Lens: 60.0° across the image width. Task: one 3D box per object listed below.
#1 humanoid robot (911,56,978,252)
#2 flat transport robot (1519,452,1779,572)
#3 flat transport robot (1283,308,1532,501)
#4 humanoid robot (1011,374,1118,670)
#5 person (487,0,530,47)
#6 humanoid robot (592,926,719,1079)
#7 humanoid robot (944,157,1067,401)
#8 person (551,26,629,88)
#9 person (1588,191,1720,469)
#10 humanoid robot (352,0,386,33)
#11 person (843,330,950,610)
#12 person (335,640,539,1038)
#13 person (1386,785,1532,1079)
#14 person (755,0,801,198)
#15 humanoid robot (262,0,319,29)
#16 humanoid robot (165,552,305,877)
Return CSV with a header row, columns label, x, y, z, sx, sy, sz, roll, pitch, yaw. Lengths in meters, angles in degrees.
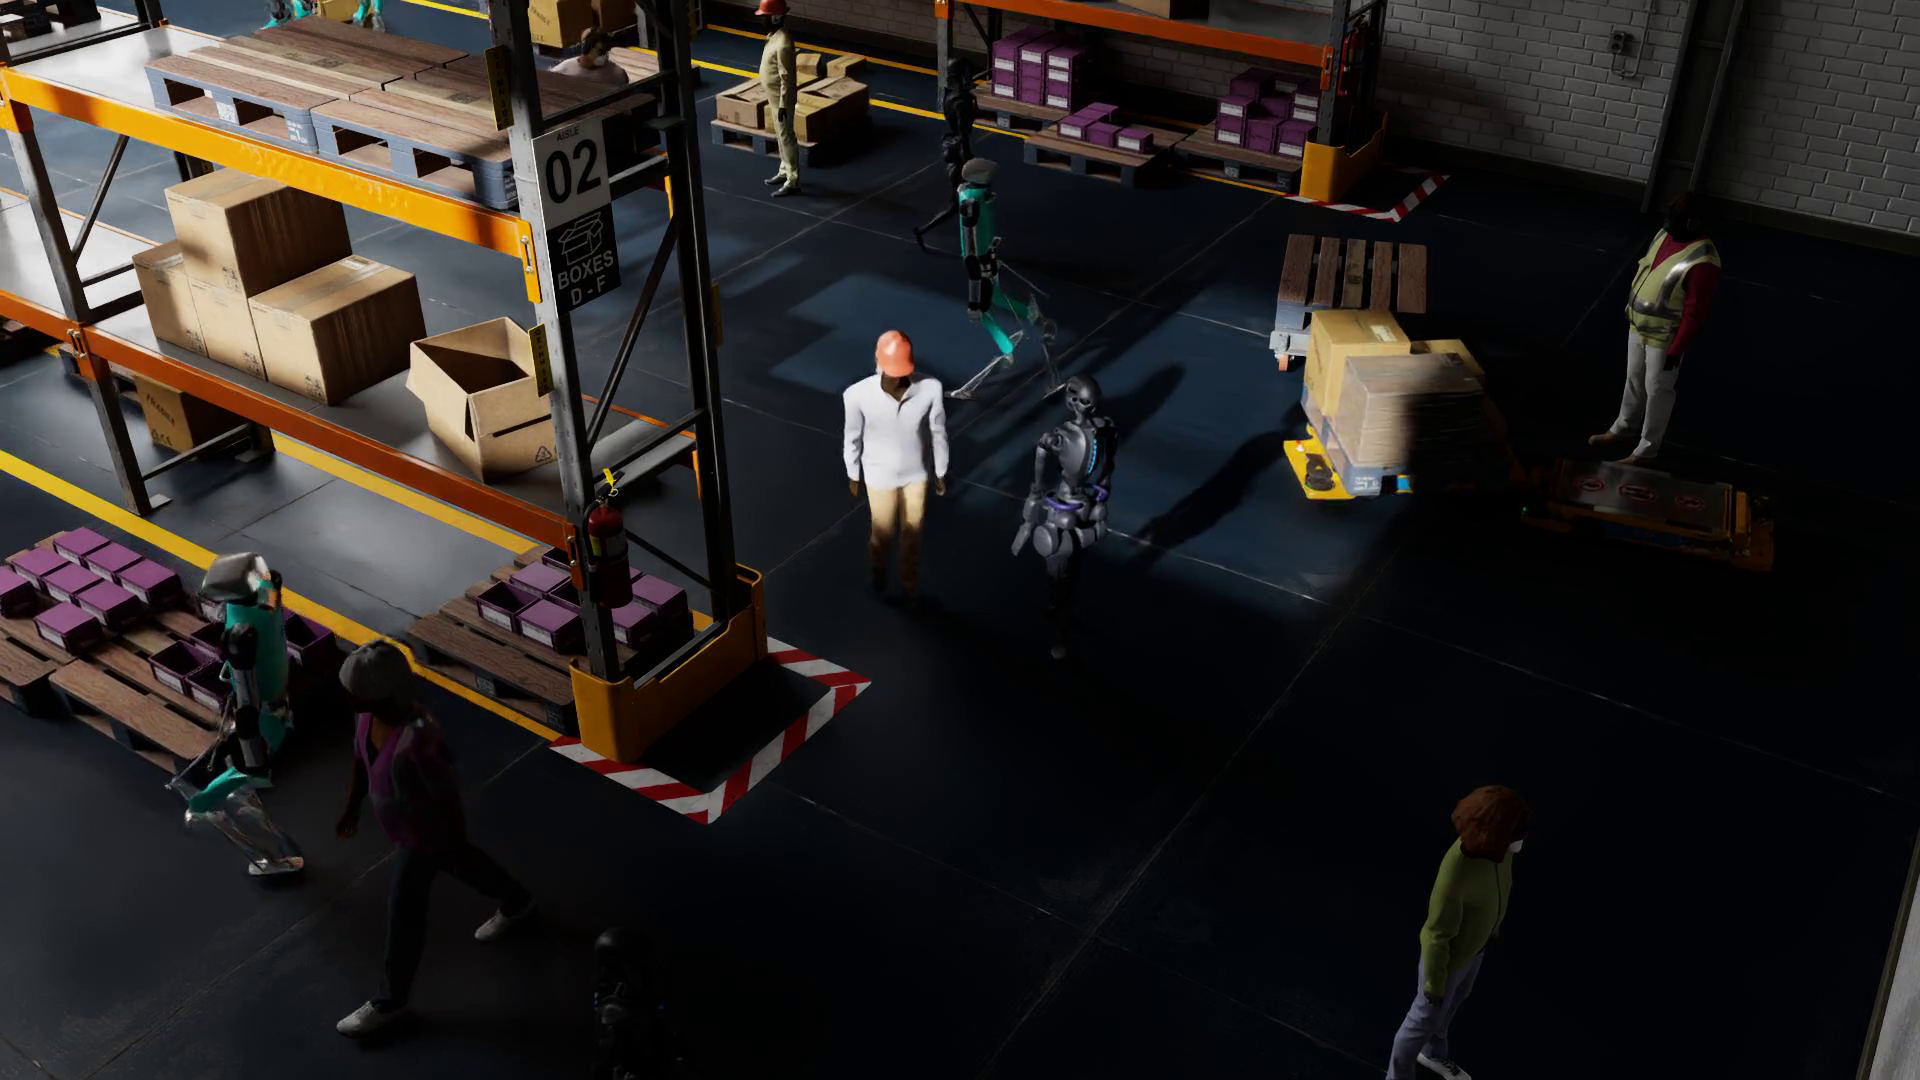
label,x,y,z,sx,sy,sz,roll,pitch,yaw
humanoid robot,-0.060,-3.043,13.280,0.671,1.632,0.588,-2,33,-3
flat transport robot,4.200,-0.182,10.153,1.431,0.231,0.659,13,35,19
flat transport robot,2.860,-0.520,10.672,1.431,0.231,0.659,-2,33,-4
humanoid robot,0.553,-0.128,8.806,0.596,1.639,0.614,-21,39,-29
person,-4.051,-4.386,15.071,0.493,1.955,0.417,26,41,34
humanoid robot,-1.079,1.930,5.667,0.782,1.633,0.600,8,34,12
humanoid robot,0.399,-1.664,11.123,1.011,1.774,0.528,6,33,9
person,-2.895,-3.114,13.162,0.669,1.904,0.487,-18,37,-25
person,4.378,-1.304,10.437,0.429,1.844,0.624,-4,33,-6
humanoid robot,-6.347,-5.879,17.634,0.862,1.856,0.553,23,40,31
person,-0.333,-0.372,9.099,0.567,1.733,0.377,-9,34,-14
person,-2.208,1.128,6.741,0.987,1.797,0.530,-25,41,-33
person,1.879,1.543,6.257,0.281,1.624,0.492,25,41,33
person,-1.575,-3.868,14.457,0.324,1.751,0.558,-8,34,-12
humanoid robot,-6.987,-5.503,16.996,0.946,1.767,0.532,22,39,30
humanoid robot,-3.183,0.858,7.229,0.768,1.808,0.545,-3,33,-4
